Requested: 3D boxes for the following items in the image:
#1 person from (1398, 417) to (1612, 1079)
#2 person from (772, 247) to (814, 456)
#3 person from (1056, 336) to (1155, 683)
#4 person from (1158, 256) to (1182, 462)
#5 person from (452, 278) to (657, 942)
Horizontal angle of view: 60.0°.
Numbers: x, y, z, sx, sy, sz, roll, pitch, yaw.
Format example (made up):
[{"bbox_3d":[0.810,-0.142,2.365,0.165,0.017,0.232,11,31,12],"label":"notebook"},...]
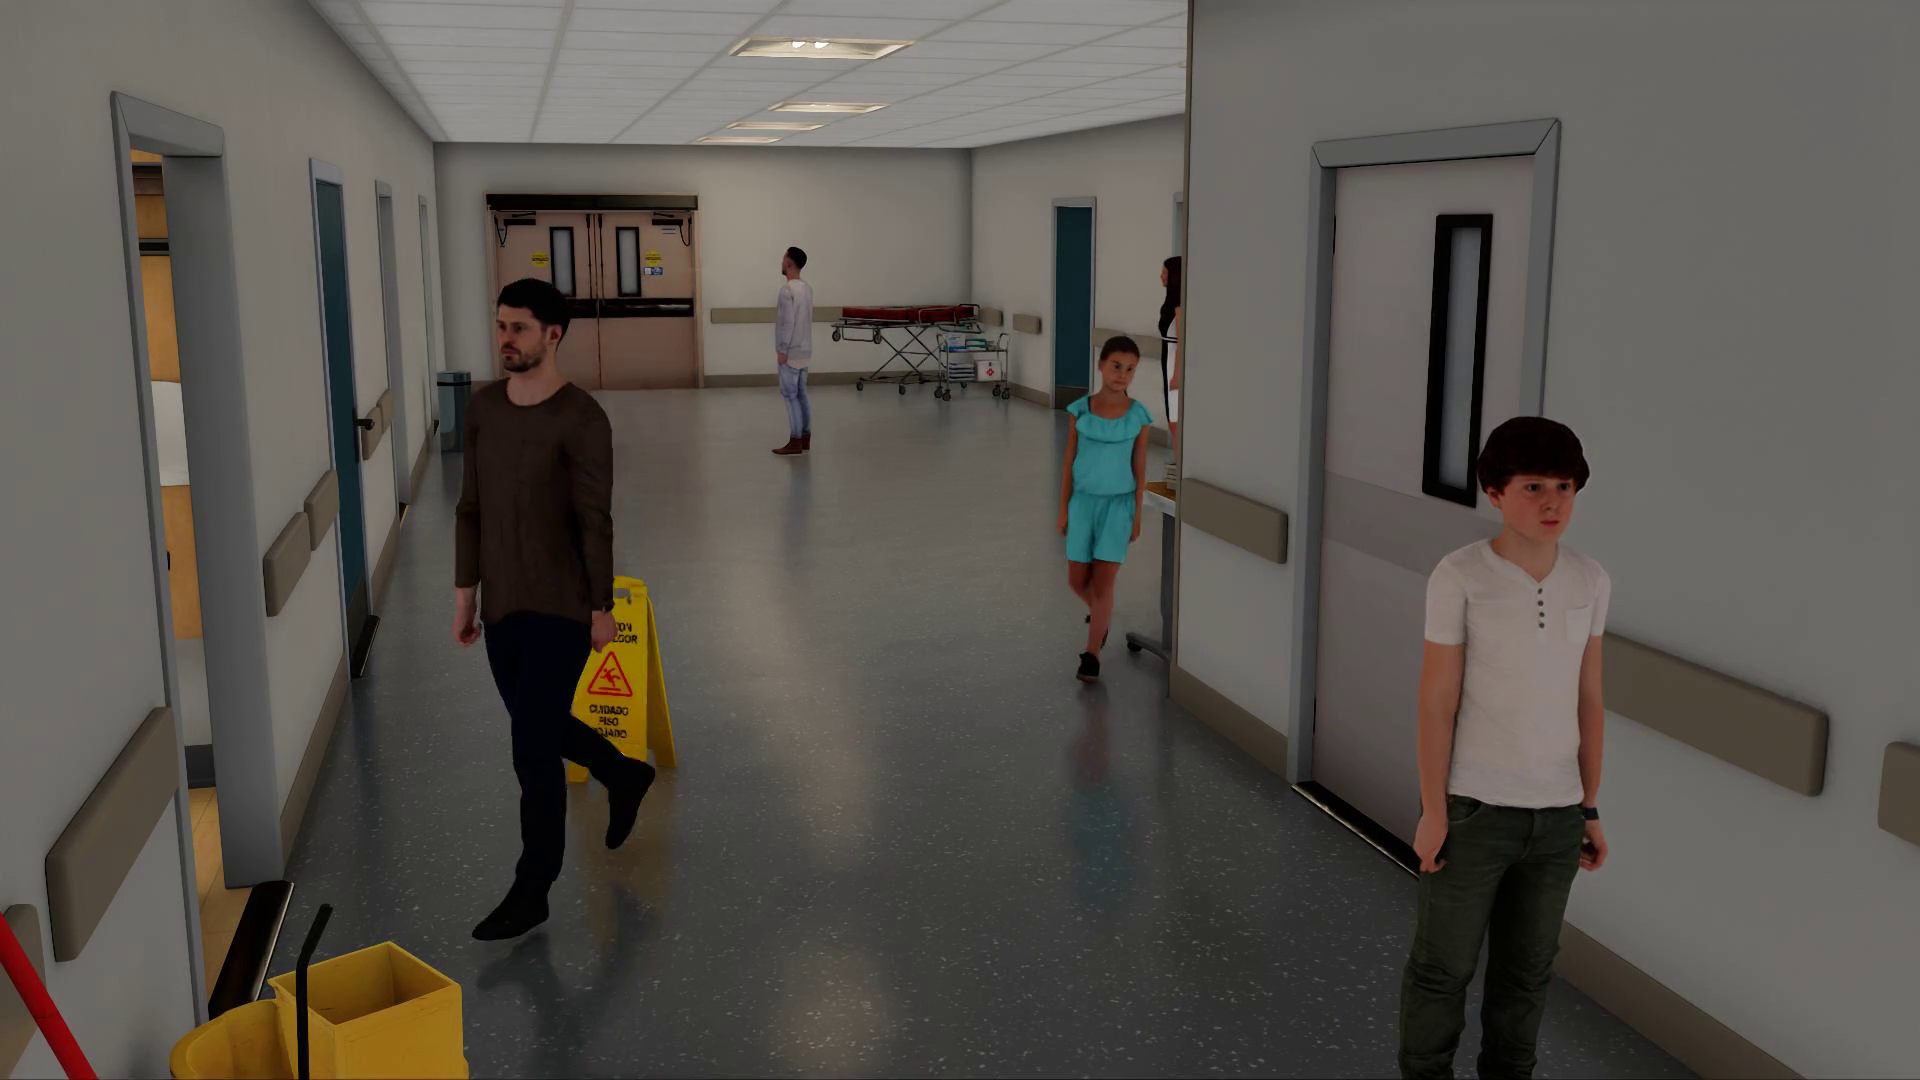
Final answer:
[{"bbox_3d":[1.137,0.559,3.489,0.595,1.654,0.561,-2,11,-8],"label":"person"},{"bbox_3d":[-1.482,-1.692,14.852,0.828,1.840,0.718,4,11,20],"label":"person"},{"bbox_3d":[0.654,-0.148,7.511,0.801,1.544,0.917,3,11,16],"label":"person"},{"bbox_3d":[1.617,-1.207,12.414,0.712,1.795,0.562,1,11,6],"label":"person"},{"bbox_3d":[-1.194,0.184,4.921,1.130,1.857,1.190,6,12,28],"label":"person"}]
